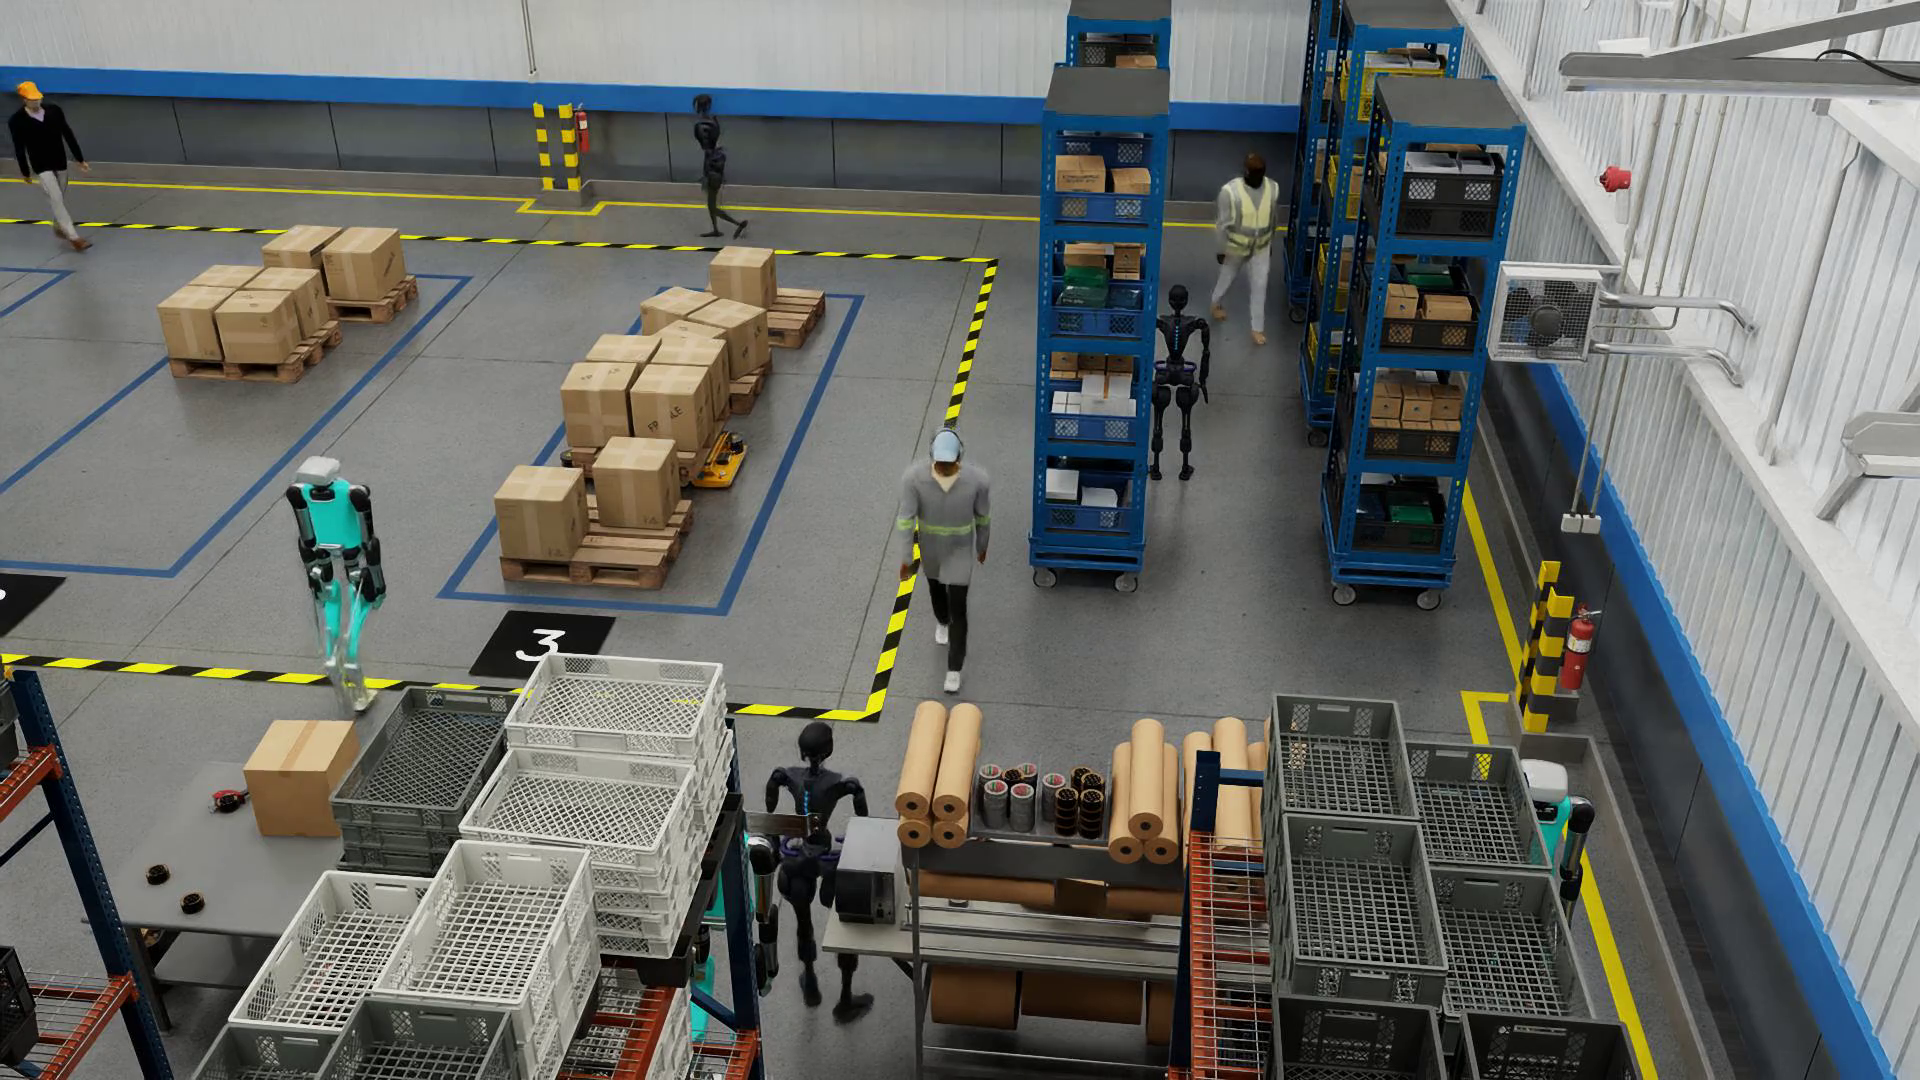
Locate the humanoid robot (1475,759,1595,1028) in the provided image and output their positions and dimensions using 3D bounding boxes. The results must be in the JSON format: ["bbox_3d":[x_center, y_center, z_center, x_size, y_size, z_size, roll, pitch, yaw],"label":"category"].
[{"bbox_3d":[2.661,1.884,7.845,0.533,1.677,0.735,3,30,6],"label":"humanoid robot"}]

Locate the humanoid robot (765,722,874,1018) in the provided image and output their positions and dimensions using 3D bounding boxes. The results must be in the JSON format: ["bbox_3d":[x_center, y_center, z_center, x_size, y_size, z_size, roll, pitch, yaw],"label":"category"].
[{"bbox_3d":[-0.725,1.680,8.396,0.613,1.643,0.473,6,31,11],"label":"humanoid robot"}]

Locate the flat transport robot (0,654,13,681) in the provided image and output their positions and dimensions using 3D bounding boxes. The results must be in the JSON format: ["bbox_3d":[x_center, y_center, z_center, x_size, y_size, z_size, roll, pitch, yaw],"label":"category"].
[{"bbox_3d":[-7.142,0.969,11.010,1.431,0.231,0.659,3,30,6],"label":"flat transport robot"}]

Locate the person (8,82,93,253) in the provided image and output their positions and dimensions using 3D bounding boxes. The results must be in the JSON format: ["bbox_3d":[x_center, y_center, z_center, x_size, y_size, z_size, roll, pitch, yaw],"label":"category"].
[{"bbox_3d":[-9.892,-4.083,18.135,0.996,1.828,0.603,18,35,28],"label":"person"}]

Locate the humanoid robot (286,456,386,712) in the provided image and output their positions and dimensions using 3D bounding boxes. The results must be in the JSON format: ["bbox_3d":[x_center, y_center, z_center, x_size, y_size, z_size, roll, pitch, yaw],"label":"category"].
[{"bbox_3d":[-3.977,0.433,10.579,0.542,1.897,0.724,4,30,6],"label":"humanoid robot"}]

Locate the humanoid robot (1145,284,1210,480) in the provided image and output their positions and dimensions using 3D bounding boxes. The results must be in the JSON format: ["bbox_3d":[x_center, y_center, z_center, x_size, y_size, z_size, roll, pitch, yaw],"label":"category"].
[{"bbox_3d":[1.720,-1.278,13.456,0.599,1.655,0.315,3,30,6],"label":"humanoid robot"}]

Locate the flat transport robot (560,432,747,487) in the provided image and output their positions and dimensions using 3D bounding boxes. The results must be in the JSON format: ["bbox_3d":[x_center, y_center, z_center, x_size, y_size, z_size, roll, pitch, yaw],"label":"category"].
[{"bbox_3d":[-2.554,-0.707,13.861,1.431,0.197,0.652,3,30,6],"label":"flat transport robot"}]

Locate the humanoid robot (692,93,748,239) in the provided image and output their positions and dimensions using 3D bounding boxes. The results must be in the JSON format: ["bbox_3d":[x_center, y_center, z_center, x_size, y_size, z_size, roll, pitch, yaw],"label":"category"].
[{"bbox_3d":[-2.651,-4.135,18.385,0.532,1.626,0.584,-2,30,-3],"label":"humanoid robot"}]

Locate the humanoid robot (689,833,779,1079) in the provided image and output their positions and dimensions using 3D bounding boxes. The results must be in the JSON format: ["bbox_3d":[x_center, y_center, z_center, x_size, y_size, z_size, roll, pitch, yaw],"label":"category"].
[{"bbox_3d":[-1.123,2.030,7.598,0.533,1.673,0.735,3,30,6],"label":"humanoid robot"}]

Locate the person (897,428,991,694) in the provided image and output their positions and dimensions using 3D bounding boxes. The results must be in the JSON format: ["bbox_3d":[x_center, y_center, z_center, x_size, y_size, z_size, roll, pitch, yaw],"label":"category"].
[{"bbox_3d":[-0.102,0.054,11.054,0.595,1.803,0.953,3,30,5],"label":"person"}]

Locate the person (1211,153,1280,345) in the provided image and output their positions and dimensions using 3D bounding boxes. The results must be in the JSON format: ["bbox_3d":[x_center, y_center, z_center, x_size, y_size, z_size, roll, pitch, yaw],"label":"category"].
[{"bbox_3d":[2.749,-2.873,16.081,0.627,1.803,0.910,-5,31,-8],"label":"person"}]

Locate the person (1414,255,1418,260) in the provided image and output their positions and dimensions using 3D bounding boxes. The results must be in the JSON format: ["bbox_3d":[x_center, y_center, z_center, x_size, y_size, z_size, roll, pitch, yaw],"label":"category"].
[{"bbox_3d":[3.973,-2.636,15.543,0.630,1.940,0.372,3,30,5],"label":"person"}]
